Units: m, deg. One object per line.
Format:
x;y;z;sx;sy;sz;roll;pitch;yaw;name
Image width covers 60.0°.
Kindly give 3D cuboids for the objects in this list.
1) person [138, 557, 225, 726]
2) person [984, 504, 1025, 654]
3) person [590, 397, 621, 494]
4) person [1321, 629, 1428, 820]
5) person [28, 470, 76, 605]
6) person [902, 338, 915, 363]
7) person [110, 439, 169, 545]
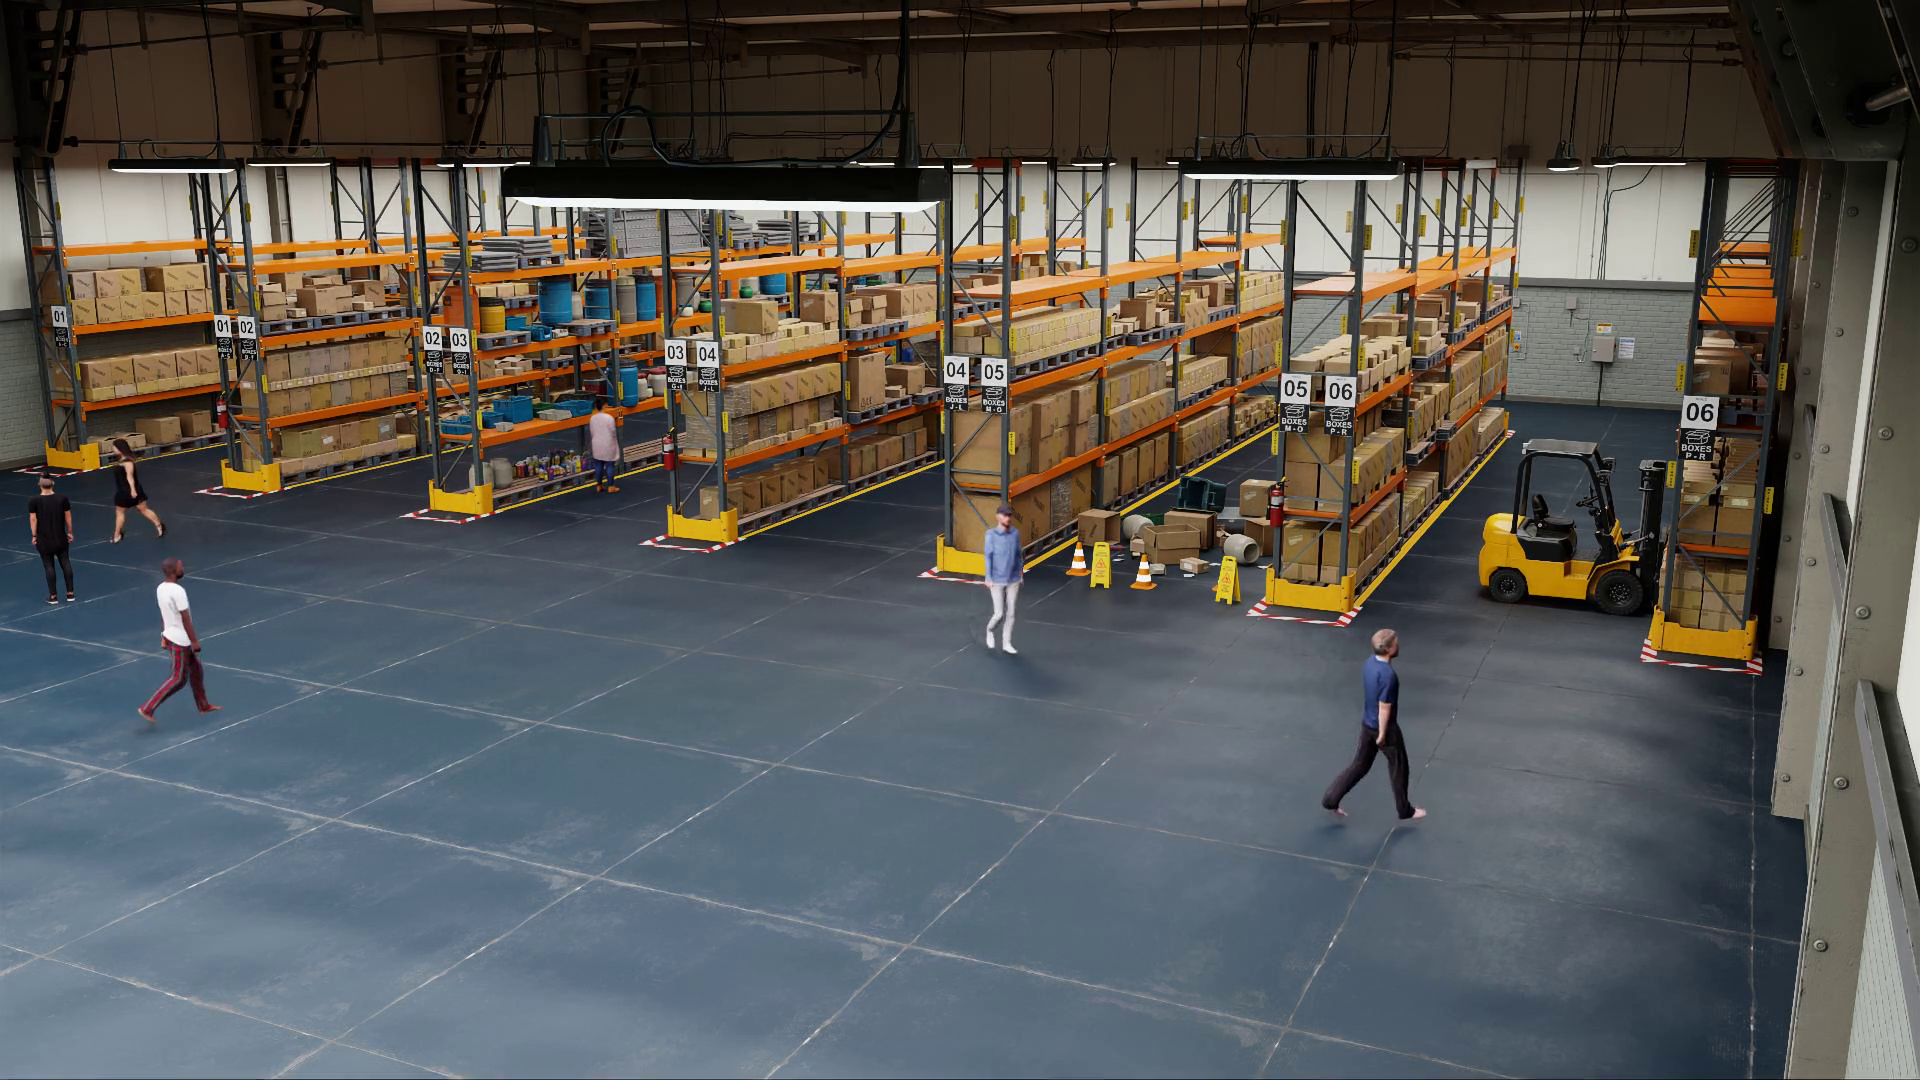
-8.509;1.115;17.949;1.236;1.805;0.952;-12;18;-42;person
0.518;0.465;20.602;0.831;1.874;0.892;-6;14;-24;person
-6.517;-1.737;30.408;0.687;1.740;0.611;5;14;22;person
3.754;1.729;15.249;1.177;1.826;1.214;-3;13;-12;person
-12.492;-0.062;22.898;0.672;1.864;0.820;-11;17;-40;person
-1.276;-3.962;39.806;0.704;1.835;1.074;7;15;27;person
-12.999;-0.742;26.276;1.173;1.666;1.106;-5;14;-19;person
